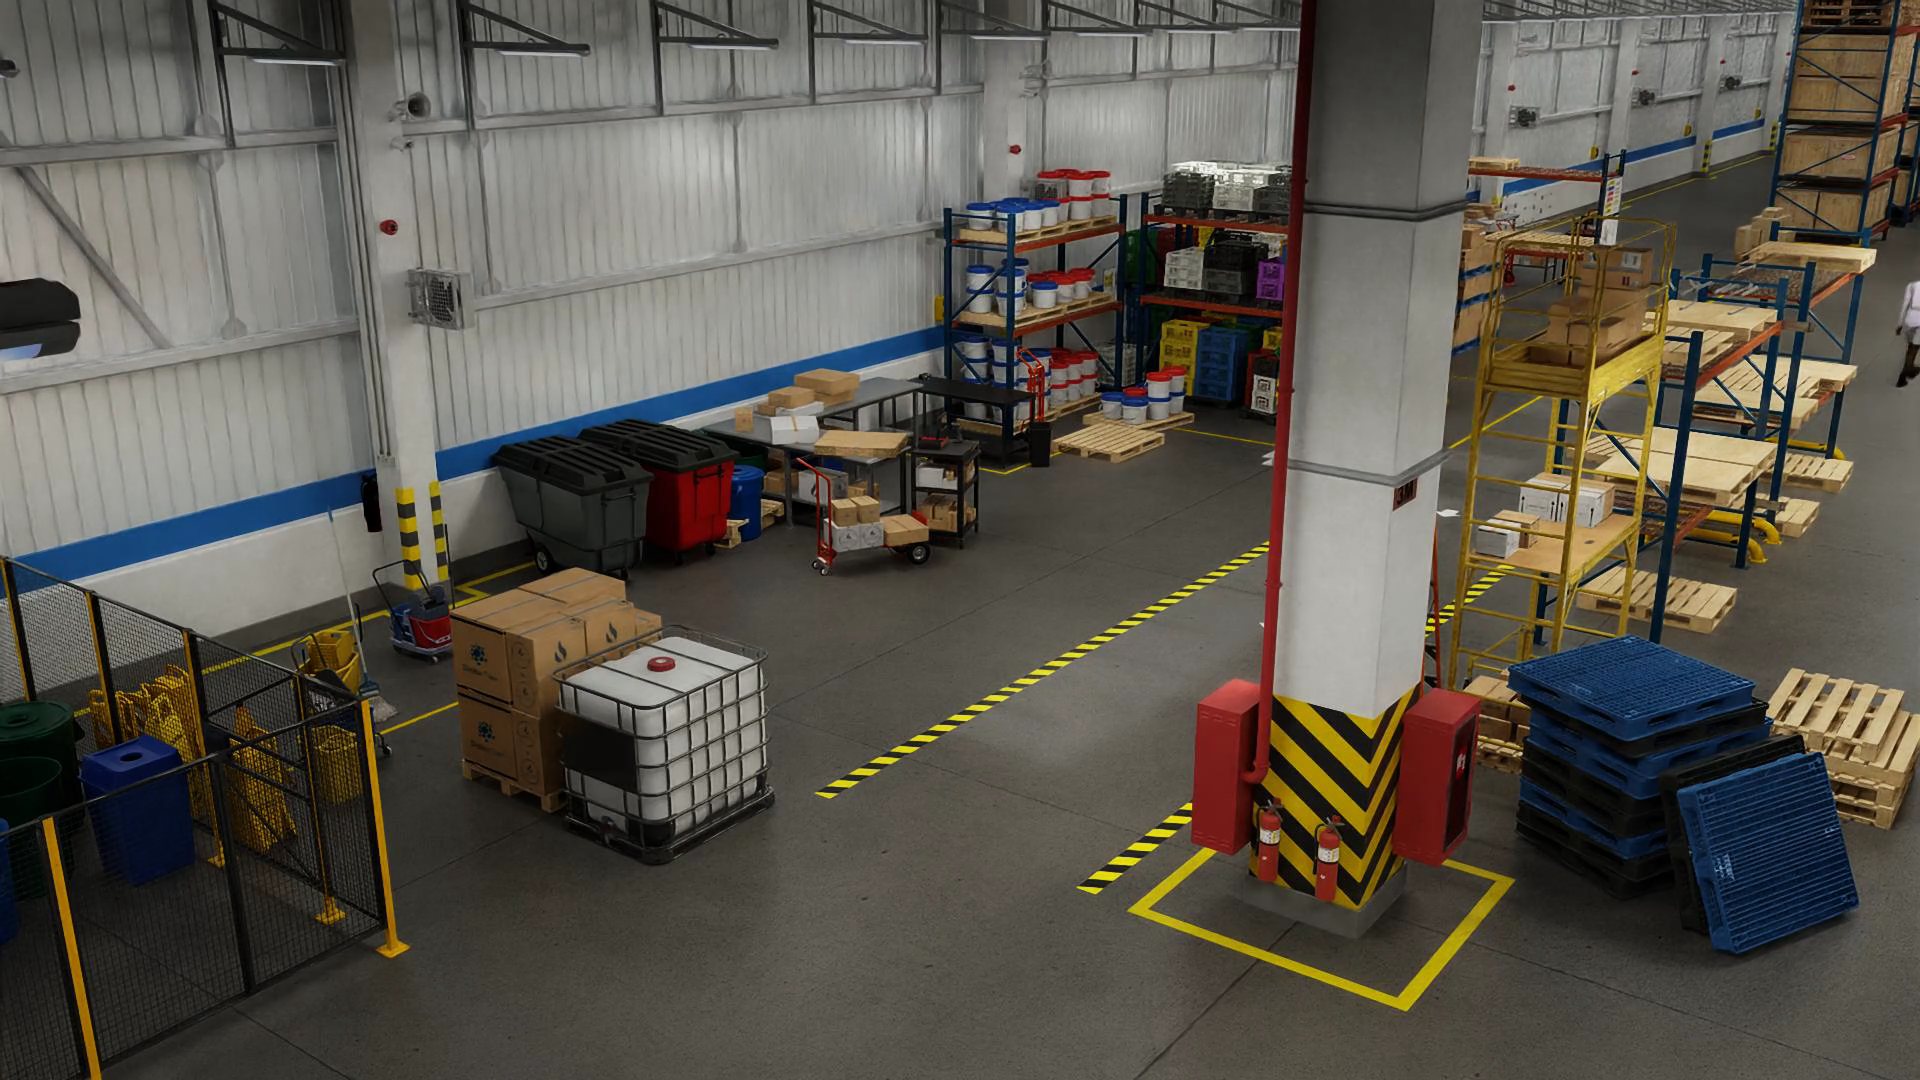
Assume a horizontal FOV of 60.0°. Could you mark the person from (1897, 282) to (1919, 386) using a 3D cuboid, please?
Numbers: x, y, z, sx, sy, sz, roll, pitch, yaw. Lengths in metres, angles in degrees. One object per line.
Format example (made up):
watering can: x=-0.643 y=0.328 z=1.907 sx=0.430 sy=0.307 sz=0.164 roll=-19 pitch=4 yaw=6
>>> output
person: x=14.630 y=-3.306 z=25.342 sx=1.040 sy=1.876 sz=0.535 roll=-15 pitch=23 yaw=-38
